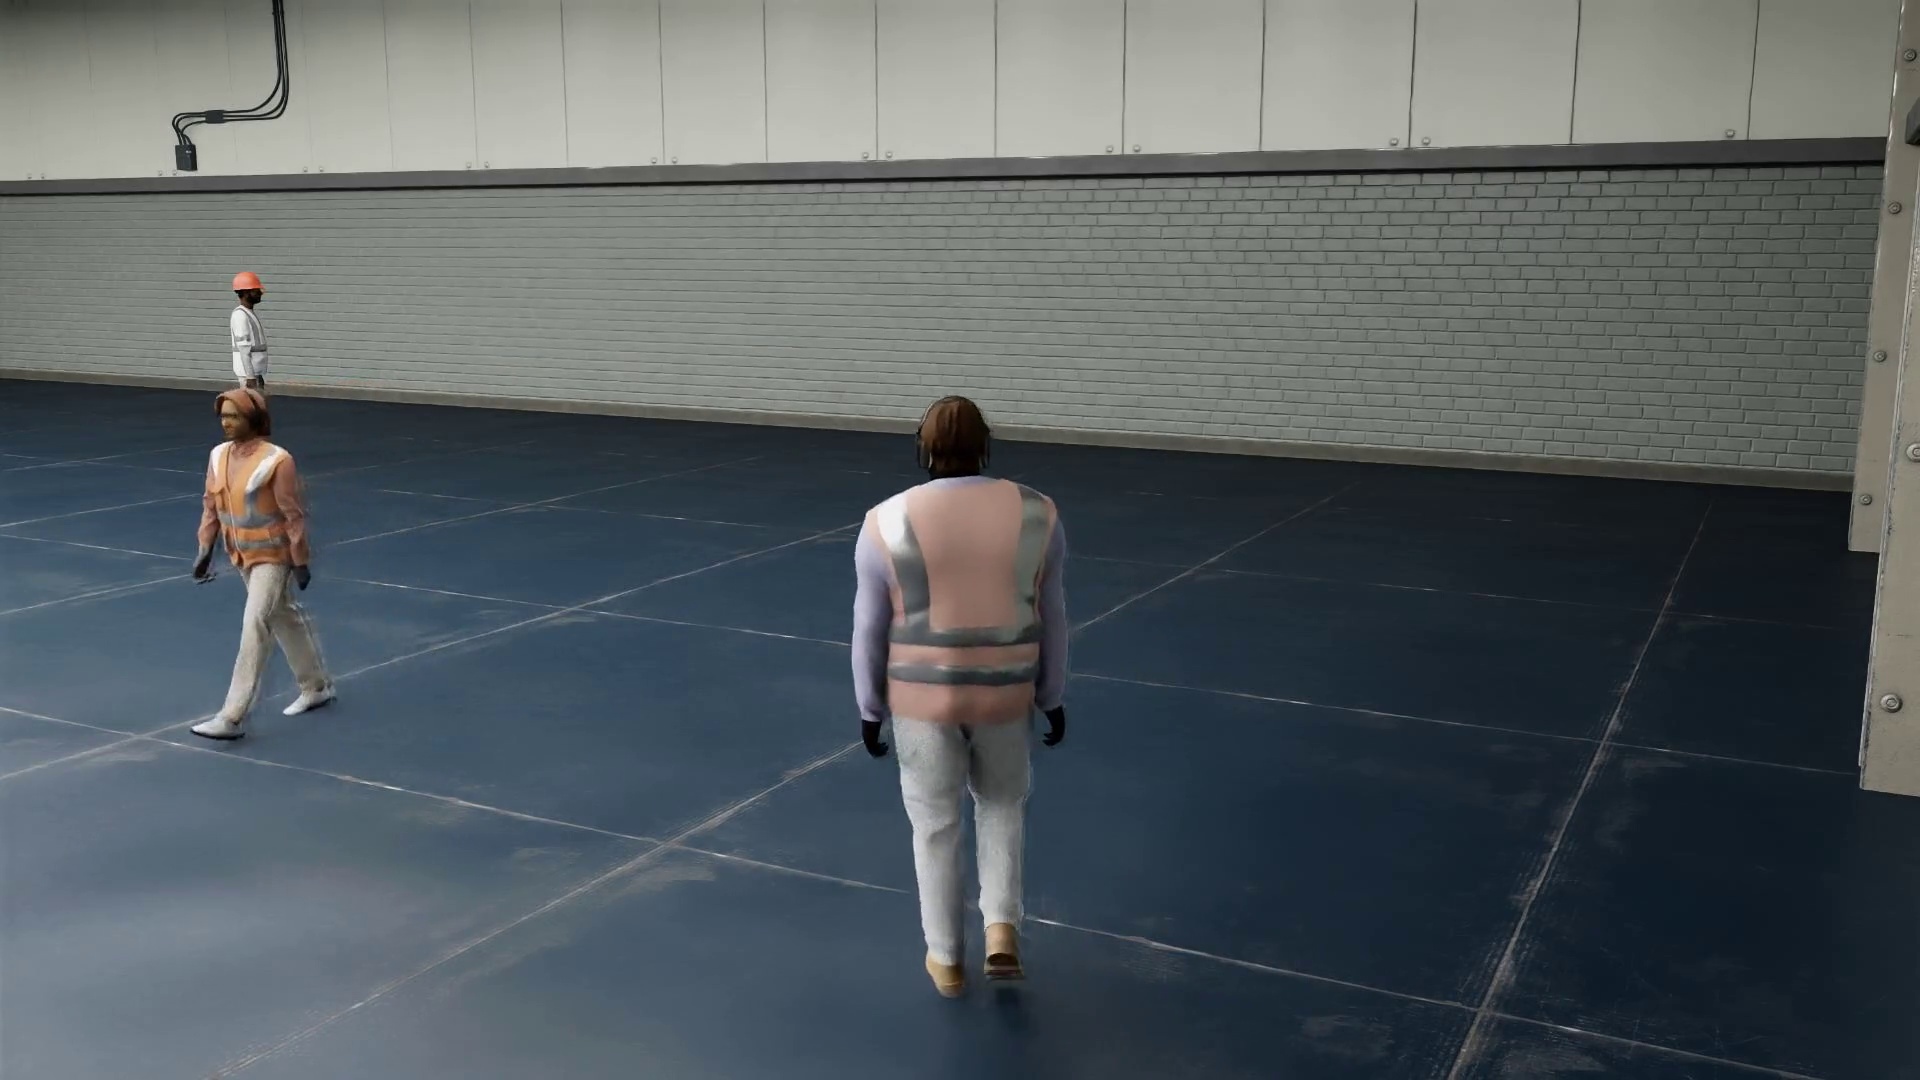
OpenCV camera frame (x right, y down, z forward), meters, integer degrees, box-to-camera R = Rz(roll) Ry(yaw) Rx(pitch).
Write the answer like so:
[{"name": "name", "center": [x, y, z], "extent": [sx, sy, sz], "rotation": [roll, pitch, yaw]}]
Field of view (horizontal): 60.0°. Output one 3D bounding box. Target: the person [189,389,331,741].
[{"name": "person", "center": [-3.275, 0.102, 7.692], "extent": [0.512, 1.594, 0.864], "rotation": [6, 12, 31]}]

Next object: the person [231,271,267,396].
[{"name": "person", "center": [-6.974, -1.669, 16.417], "extent": [0.354, 1.942, 0.545], "rotation": [-3, 11, -16]}]

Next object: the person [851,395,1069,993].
[{"name": "person", "center": [-0.003, 0.479, 5.000], "extent": [0.652, 1.830, 0.438], "rotation": [-2, 11, -10]}]
